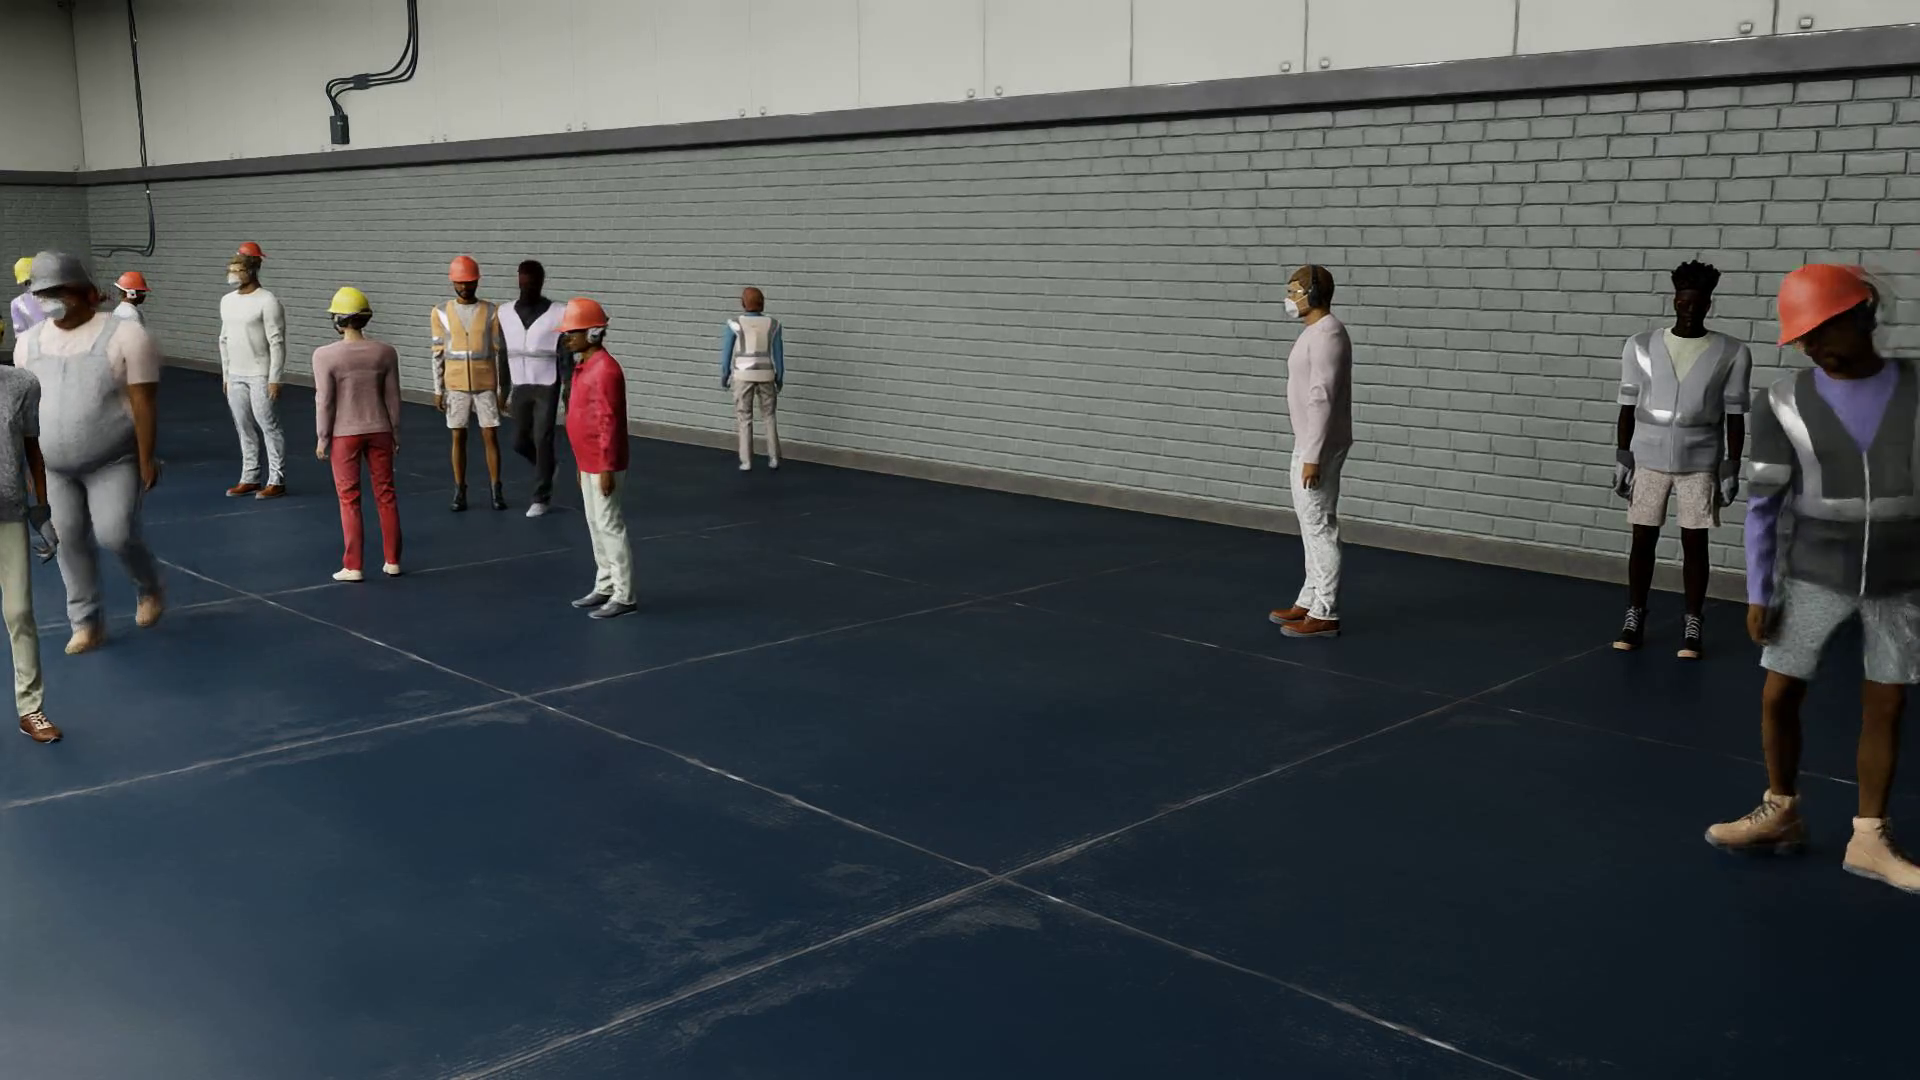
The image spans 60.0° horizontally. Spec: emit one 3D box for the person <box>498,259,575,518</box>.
[{"bbox_3d":[-3.141,-1.142,12.430,0.598,1.902,0.588,2,11,10],"label":"person"}]

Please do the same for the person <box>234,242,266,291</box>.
[{"bbox_3d":[-8.628,-2.630,20.310,0.395,1.994,0.612,-7,12,-33],"label":"person"}]

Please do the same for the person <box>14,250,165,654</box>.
[{"bbox_3d":[-4.380,-0.455,8.324,0.700,2.000,0.561,-1,10,-4],"label":"person"}]

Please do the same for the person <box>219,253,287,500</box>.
[{"bbox_3d":[-5.591,-1.282,13.130,0.649,1.938,0.393,5,11,24],"label":"person"}]

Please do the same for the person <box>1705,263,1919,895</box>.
[{"bbox_3d":[2.845,0.135,5.272,0.710,1.991,0.398,4,11,22],"label":"person"}]

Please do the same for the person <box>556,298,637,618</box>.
[{"bbox_3d":[-2.002,-0.446,9.095,0.353,1.741,0.567,-5,12,-27],"label":"person"}]

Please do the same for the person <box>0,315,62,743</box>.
[{"bbox_3d":[-3.928,-0.069,6.708,0.507,1.865,0.329,-9,14,-39],"label":"person"}]

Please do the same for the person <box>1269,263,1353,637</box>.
[{"bbox_3d":[1.847,-0.463,8.672,0.383,1.933,0.633,1,10,6],"label":"person"}]

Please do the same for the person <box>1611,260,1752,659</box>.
[{"bbox_3d":[3.548,-0.393,8.223,0.602,1.960,0.372,6,12,30],"label":"person"}]

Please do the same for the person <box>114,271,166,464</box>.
[{"bbox_3d":[-7.500,-1.566,15.171,0.346,1.746,0.573,-8,13,-39],"label":"person"}]

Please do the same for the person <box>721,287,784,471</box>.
[{"bbox_3d":[-1.821,-1.413,14.676,0.535,1.634,0.368,-3,11,-18],"label":"person"}]

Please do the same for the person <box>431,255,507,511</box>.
[{"bbox_3d":[-3.684,-1.168,12.519,0.543,1.928,0.380,-2,11,-11],"label":"person"}]

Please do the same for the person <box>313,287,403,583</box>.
[{"bbox_3d":[-3.625,-0.627,10.017,0.534,1.767,0.321,-10,14,-43],"label":"person"}]
